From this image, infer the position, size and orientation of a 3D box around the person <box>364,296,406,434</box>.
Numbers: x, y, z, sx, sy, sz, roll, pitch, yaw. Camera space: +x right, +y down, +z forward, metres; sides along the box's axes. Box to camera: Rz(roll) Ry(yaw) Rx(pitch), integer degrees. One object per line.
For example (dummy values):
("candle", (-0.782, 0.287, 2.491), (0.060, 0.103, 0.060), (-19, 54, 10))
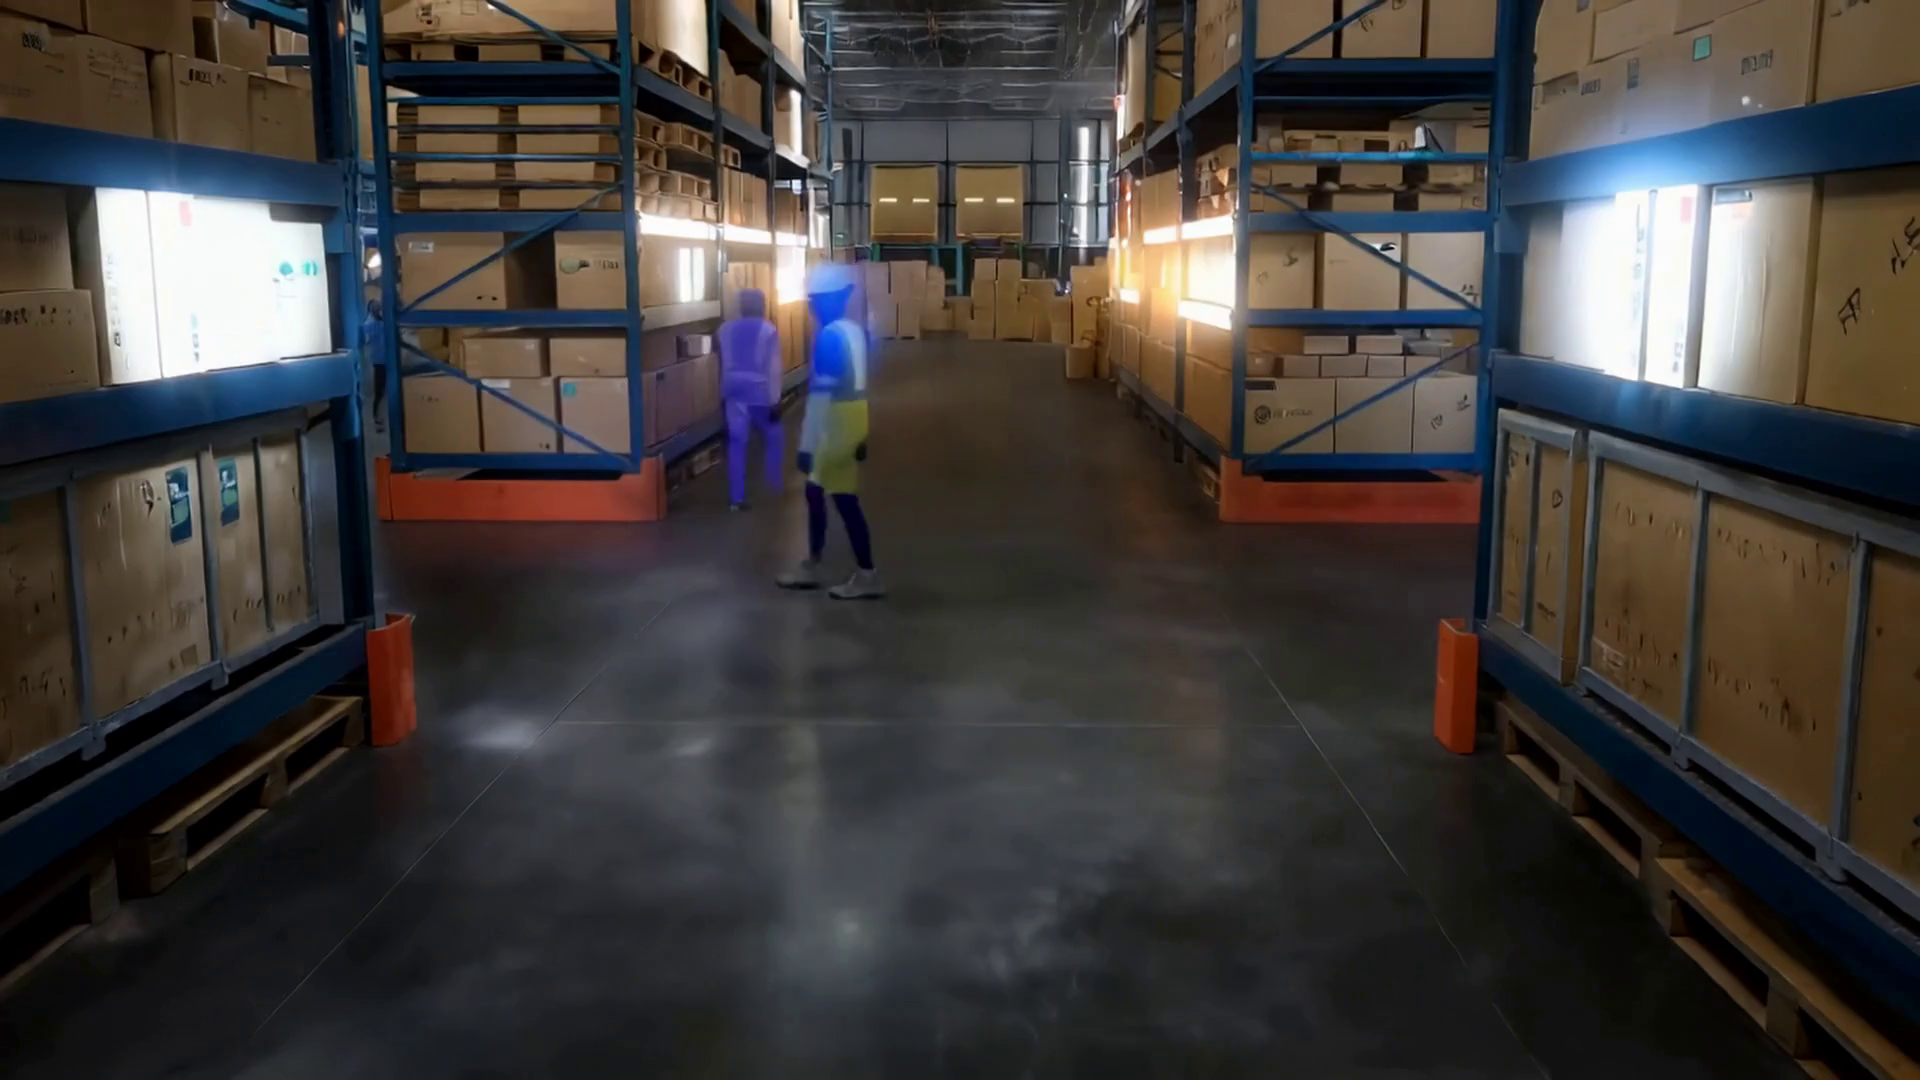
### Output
("person", (-6.801, -2.072, 19.726), (0.279, 1.626, 0.494), (8, 12, 38))

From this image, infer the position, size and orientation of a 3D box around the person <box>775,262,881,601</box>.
("person", (-0.846, -0.632, 9.934), (0.847, 2.011, 0.648), (2, 10, 10))

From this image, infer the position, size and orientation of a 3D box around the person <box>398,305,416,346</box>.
("person", (-13.296, -5.392, 39.029), (0.959, 1.829, 0.537), (-3, 10, -17))

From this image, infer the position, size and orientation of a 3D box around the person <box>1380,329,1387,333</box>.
("person", (7.132, -3.554, 28.623), (0.516, 1.616, 0.620), (-8, 12, -39))

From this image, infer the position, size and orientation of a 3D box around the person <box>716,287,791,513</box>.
("person", (-1.661, -1.144, 13.605), (0.640, 1.818, 0.733), (4, 10, 22))

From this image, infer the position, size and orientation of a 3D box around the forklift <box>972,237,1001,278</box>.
("forklift", (0.842, -8.322, 53.408), (1.129, 2.768, 1.873), (0, 9, 1))

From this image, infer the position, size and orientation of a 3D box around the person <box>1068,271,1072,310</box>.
("person", (3.905, -8.396, 56.840), (0.977, 1.890, 0.558), (5, 11, 28))
